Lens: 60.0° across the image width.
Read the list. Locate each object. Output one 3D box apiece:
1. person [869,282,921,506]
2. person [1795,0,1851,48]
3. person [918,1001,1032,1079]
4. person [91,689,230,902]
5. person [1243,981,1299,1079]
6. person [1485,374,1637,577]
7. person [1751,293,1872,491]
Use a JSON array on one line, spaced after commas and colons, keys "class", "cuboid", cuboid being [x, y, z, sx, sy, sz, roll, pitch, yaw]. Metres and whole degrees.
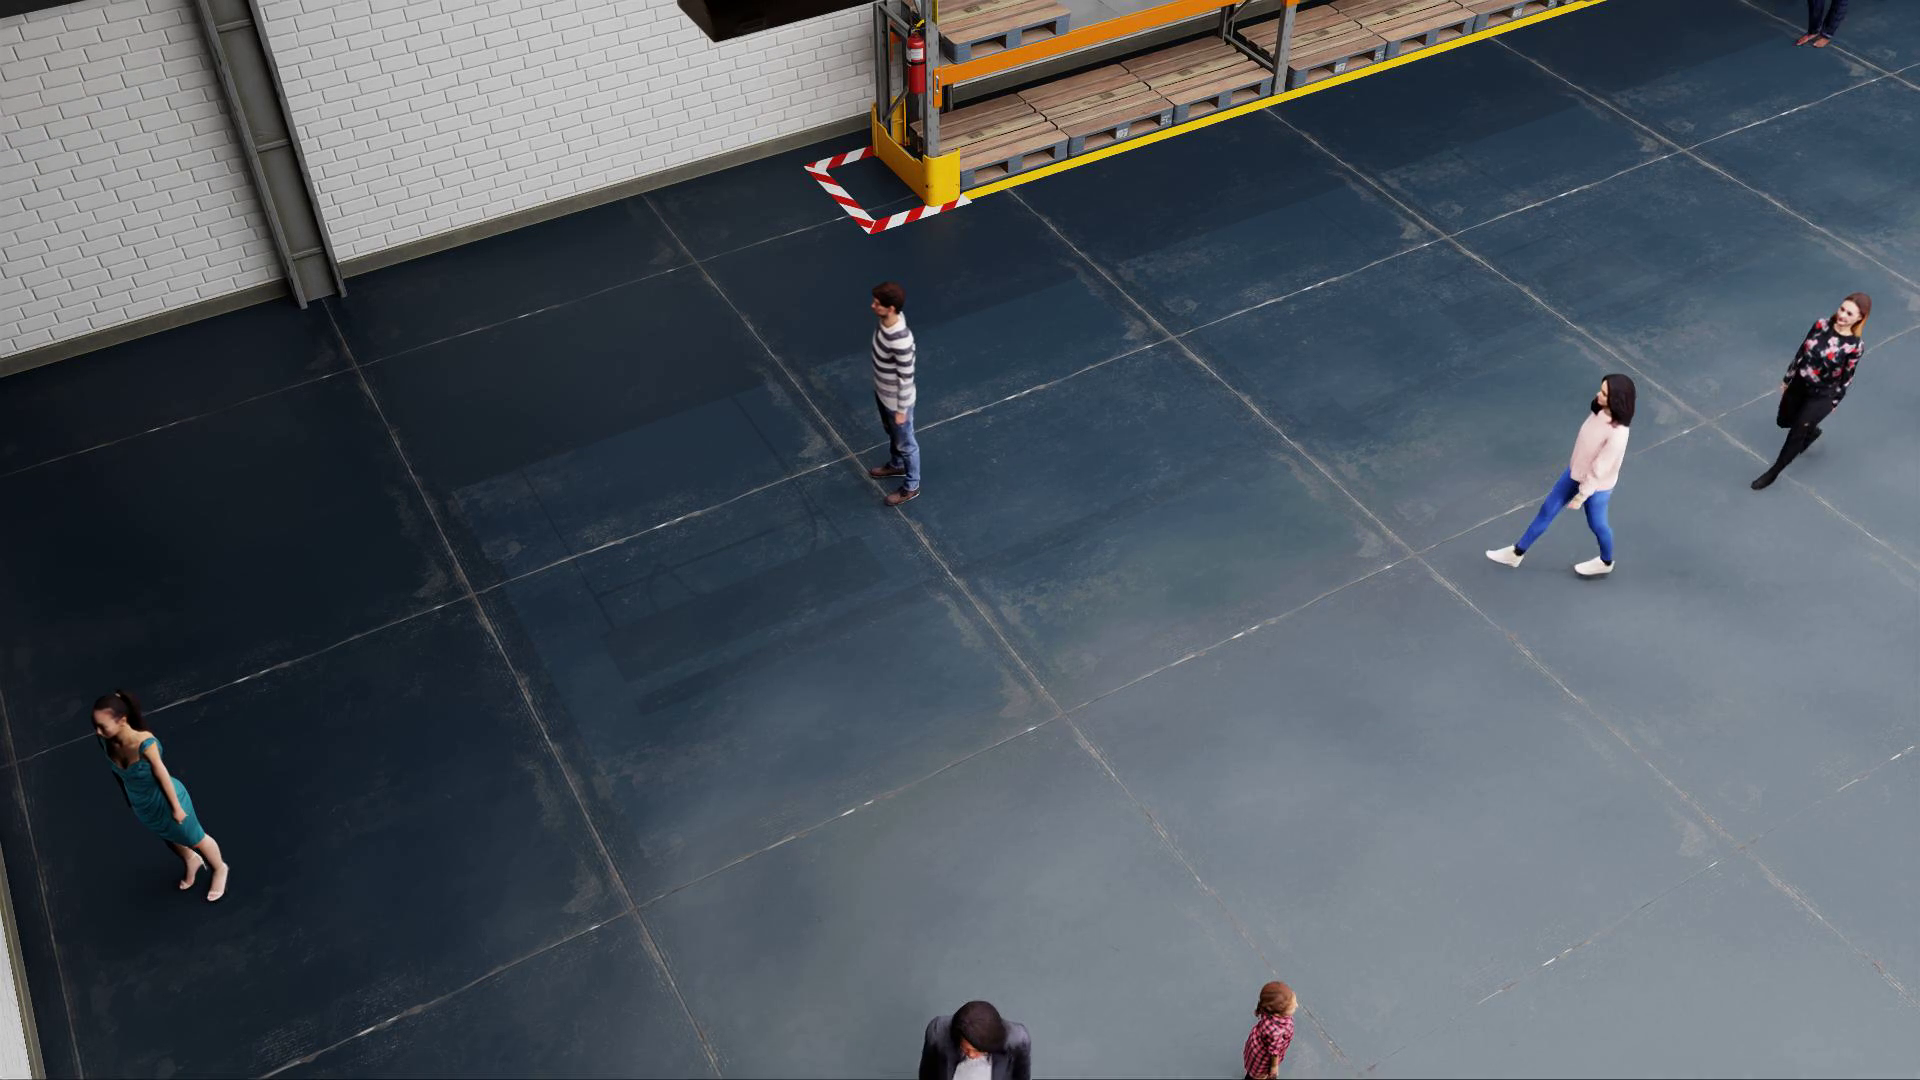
[{"class": "person", "cuboid": [-0.452, -1.063, 11.841, 0.601, 1.853, 0.685, -13, 45, -13]}, {"class": "person", "cuboid": [9.112, -5.907, 16.959, 0.714, 1.806, 0.727, -29, 50, -27]}, {"class": "person", "cuboid": [0.077, 2.636, 8.161, 1.072, 1.573, 1.052, 0, 44, 0]}, {"class": "person", "cuboid": [-4.488, 1.446, 9.328, 0.600, 1.686, 0.654, 12, 45, 12]}, {"class": "person", "cuboid": [1.598, 2.592, 8.607, 0.541, 1.022, 0.500, 1, 44, 1]}, {"class": "person", "cuboid": [4.333, -0.369, 11.212, 1.230, 1.716, 1.049, 2, 44, 2]}, {"class": "person", "cuboid": [6.212, -1.107, 12.021, 0.903, 1.668, 0.594, -21, 47, -20]}]
